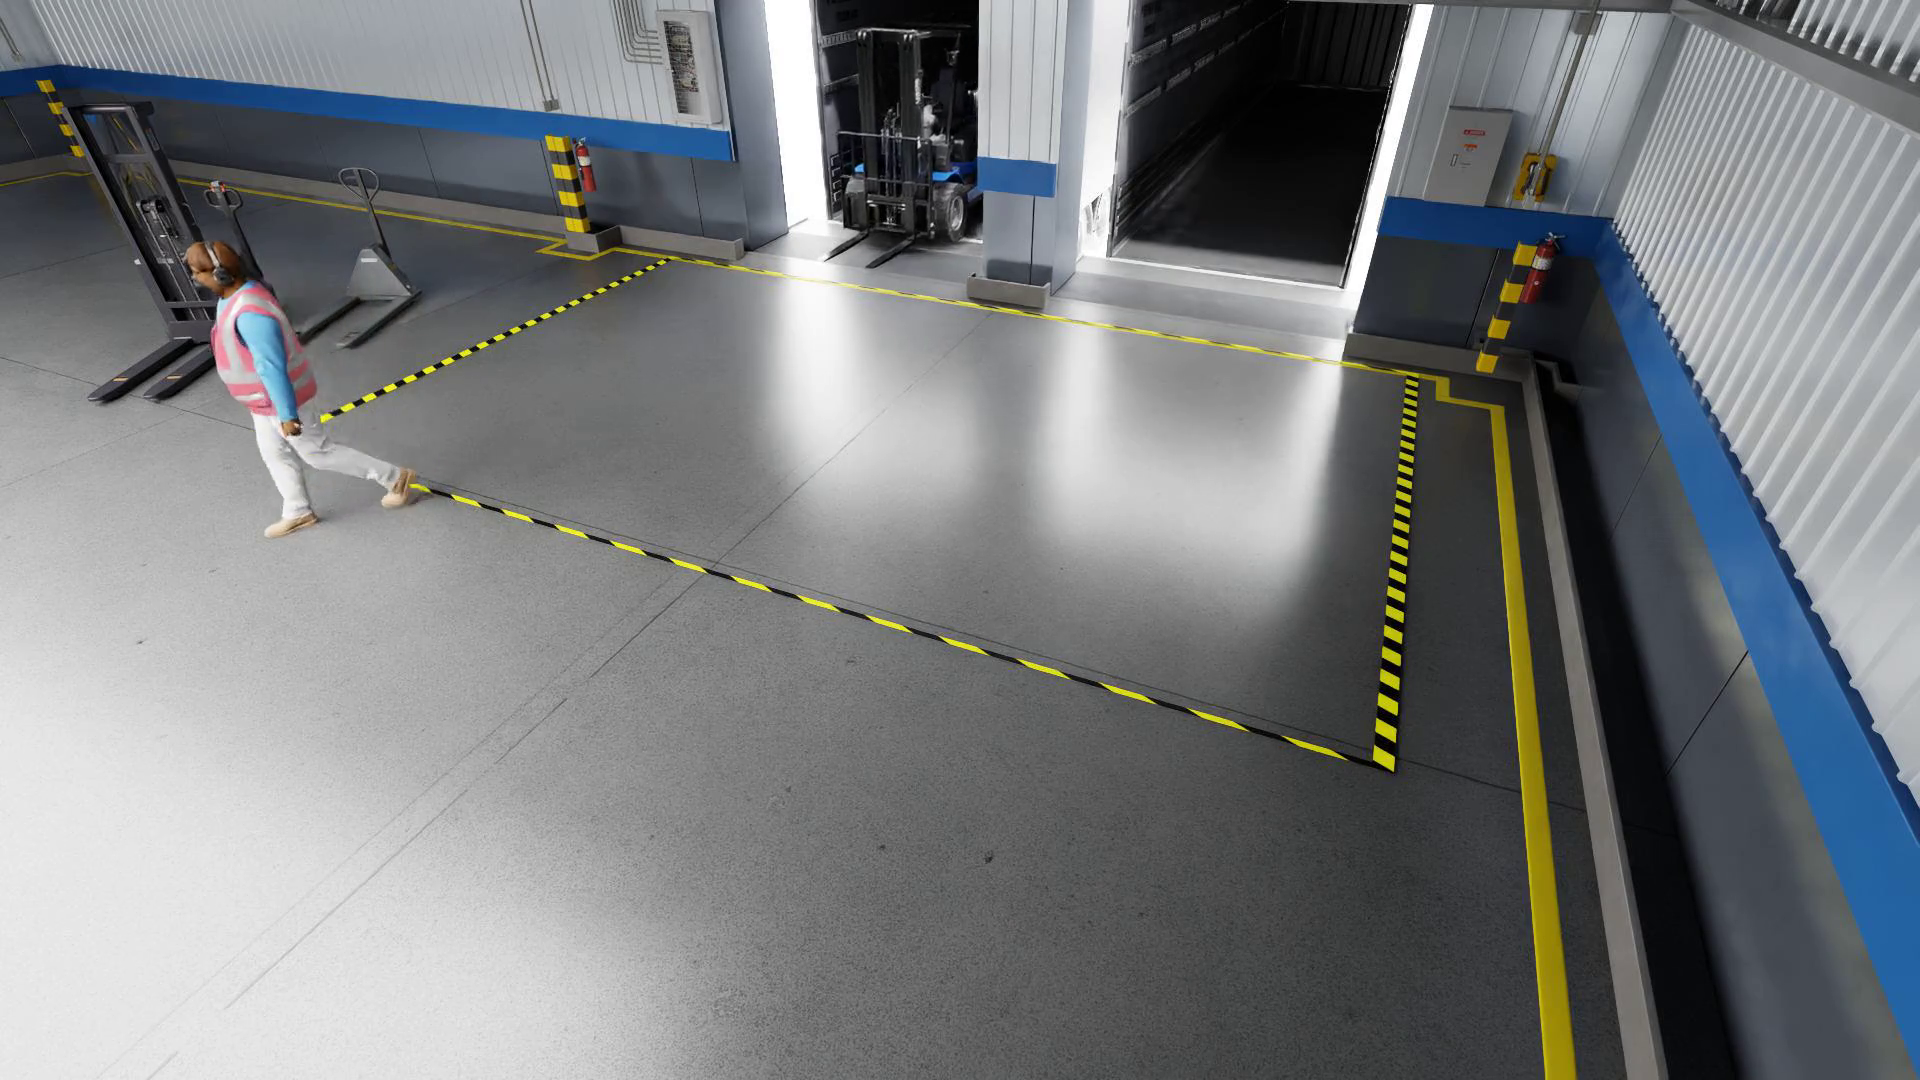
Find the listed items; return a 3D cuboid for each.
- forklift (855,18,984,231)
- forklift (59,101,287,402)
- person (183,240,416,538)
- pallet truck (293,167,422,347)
[{"bbox_3d":[-0.326,-4.979,10.813,1.157,2.036,2.680,13,37,18],"label":"forklift"},{"bbox_3d":[-6.686,-2.387,7.434,0.823,1.965,1.885,-3,35,-5],"label":"forklift"},{"bbox_3d":[-3.967,-0.874,5.438,0.894,1.809,0.633,-26,42,-32],"label":"person"},{"bbox_3d":[-5.732,-2.611,8.414,0.680,1.201,1.601,-1,35,-1],"label":"pallet truck"}]
